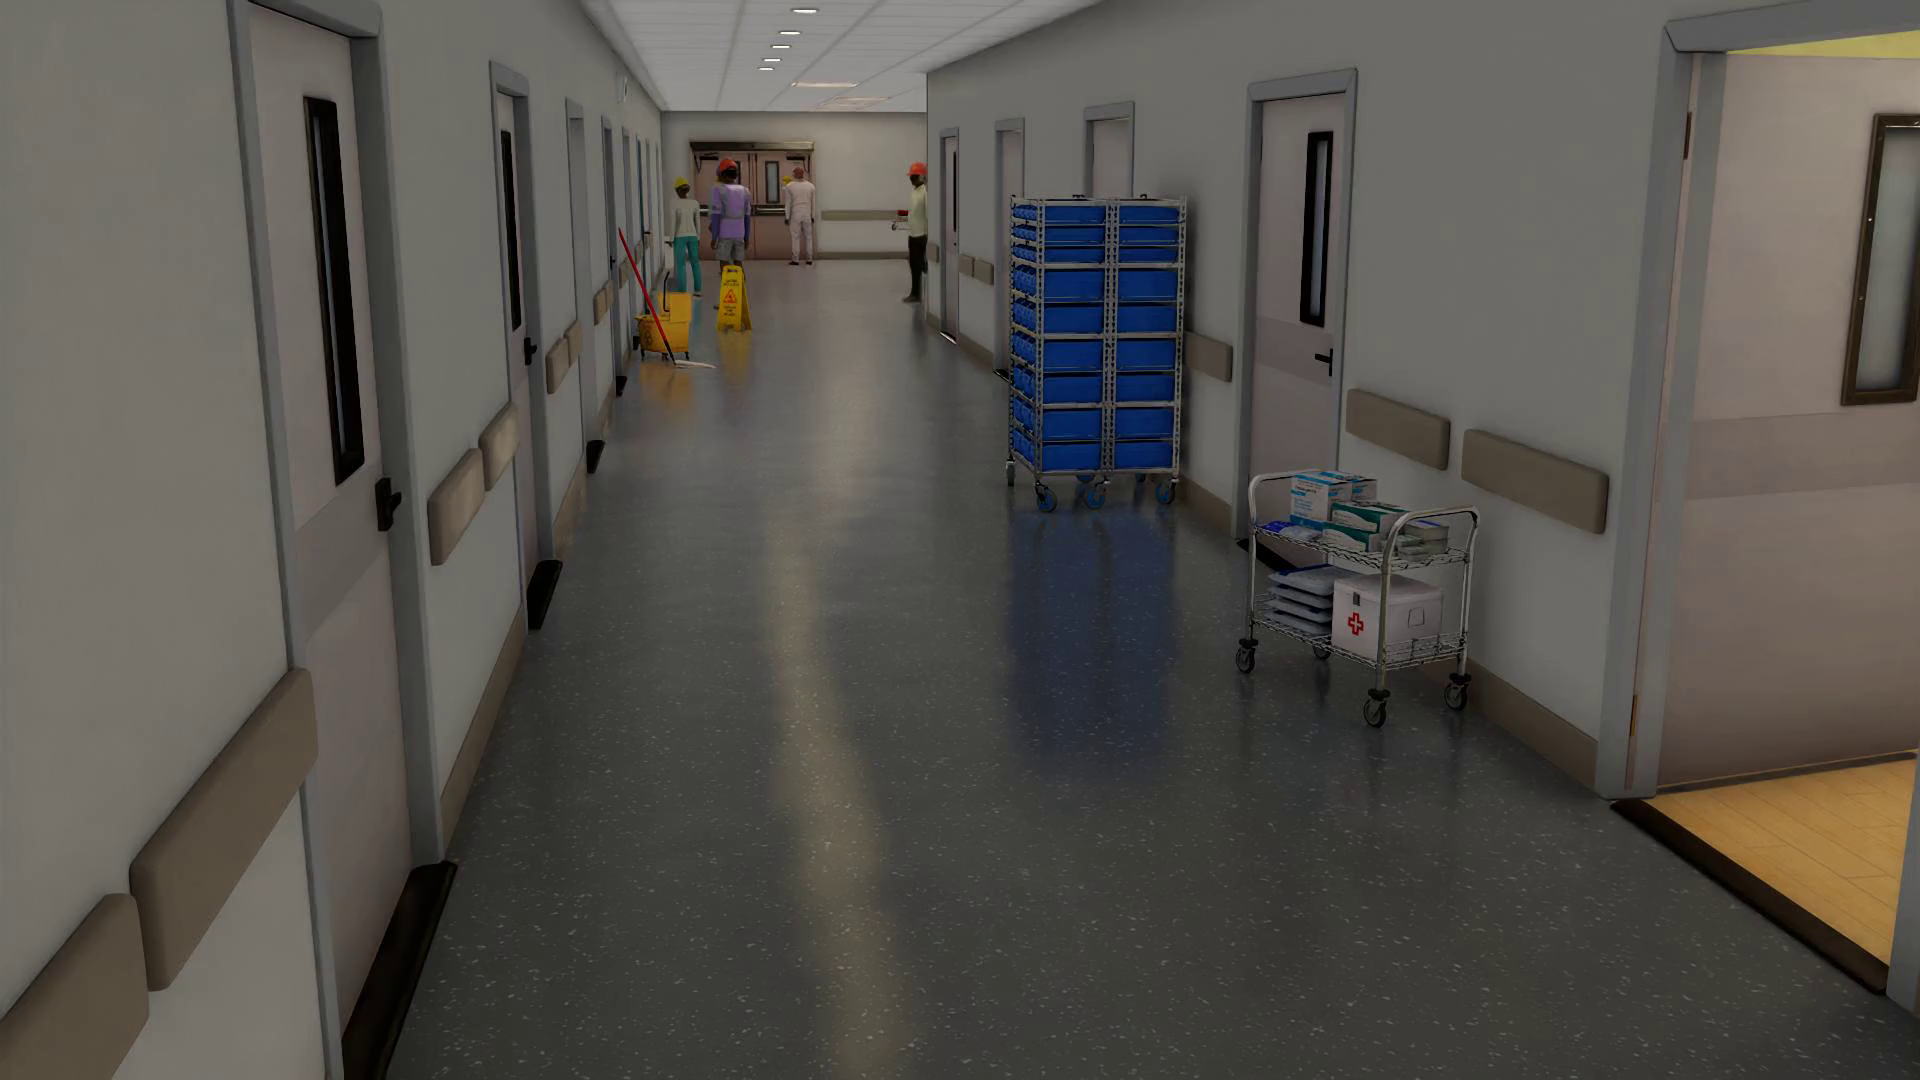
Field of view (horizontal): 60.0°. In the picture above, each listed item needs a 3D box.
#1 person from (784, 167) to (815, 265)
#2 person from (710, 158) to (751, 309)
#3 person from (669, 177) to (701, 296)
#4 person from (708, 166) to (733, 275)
[{"bbox_3d":[-3.166,-6.383,32.793,0.639,1.911,0.406,-6,14,-26],"label":"person"},{"bbox_3d":[-3.130,-4.150,22.622,0.612,2.029,0.407,-12,17,-42],"label":"person"},{"bbox_3d":[-4.101,-4.495,24.733,0.533,1.765,0.331,-11,16,-39],"label":"person"},{"bbox_3d":[-4.155,-5.605,29.271,0.644,1.933,0.439,-8,15,-32],"label":"person"}]
